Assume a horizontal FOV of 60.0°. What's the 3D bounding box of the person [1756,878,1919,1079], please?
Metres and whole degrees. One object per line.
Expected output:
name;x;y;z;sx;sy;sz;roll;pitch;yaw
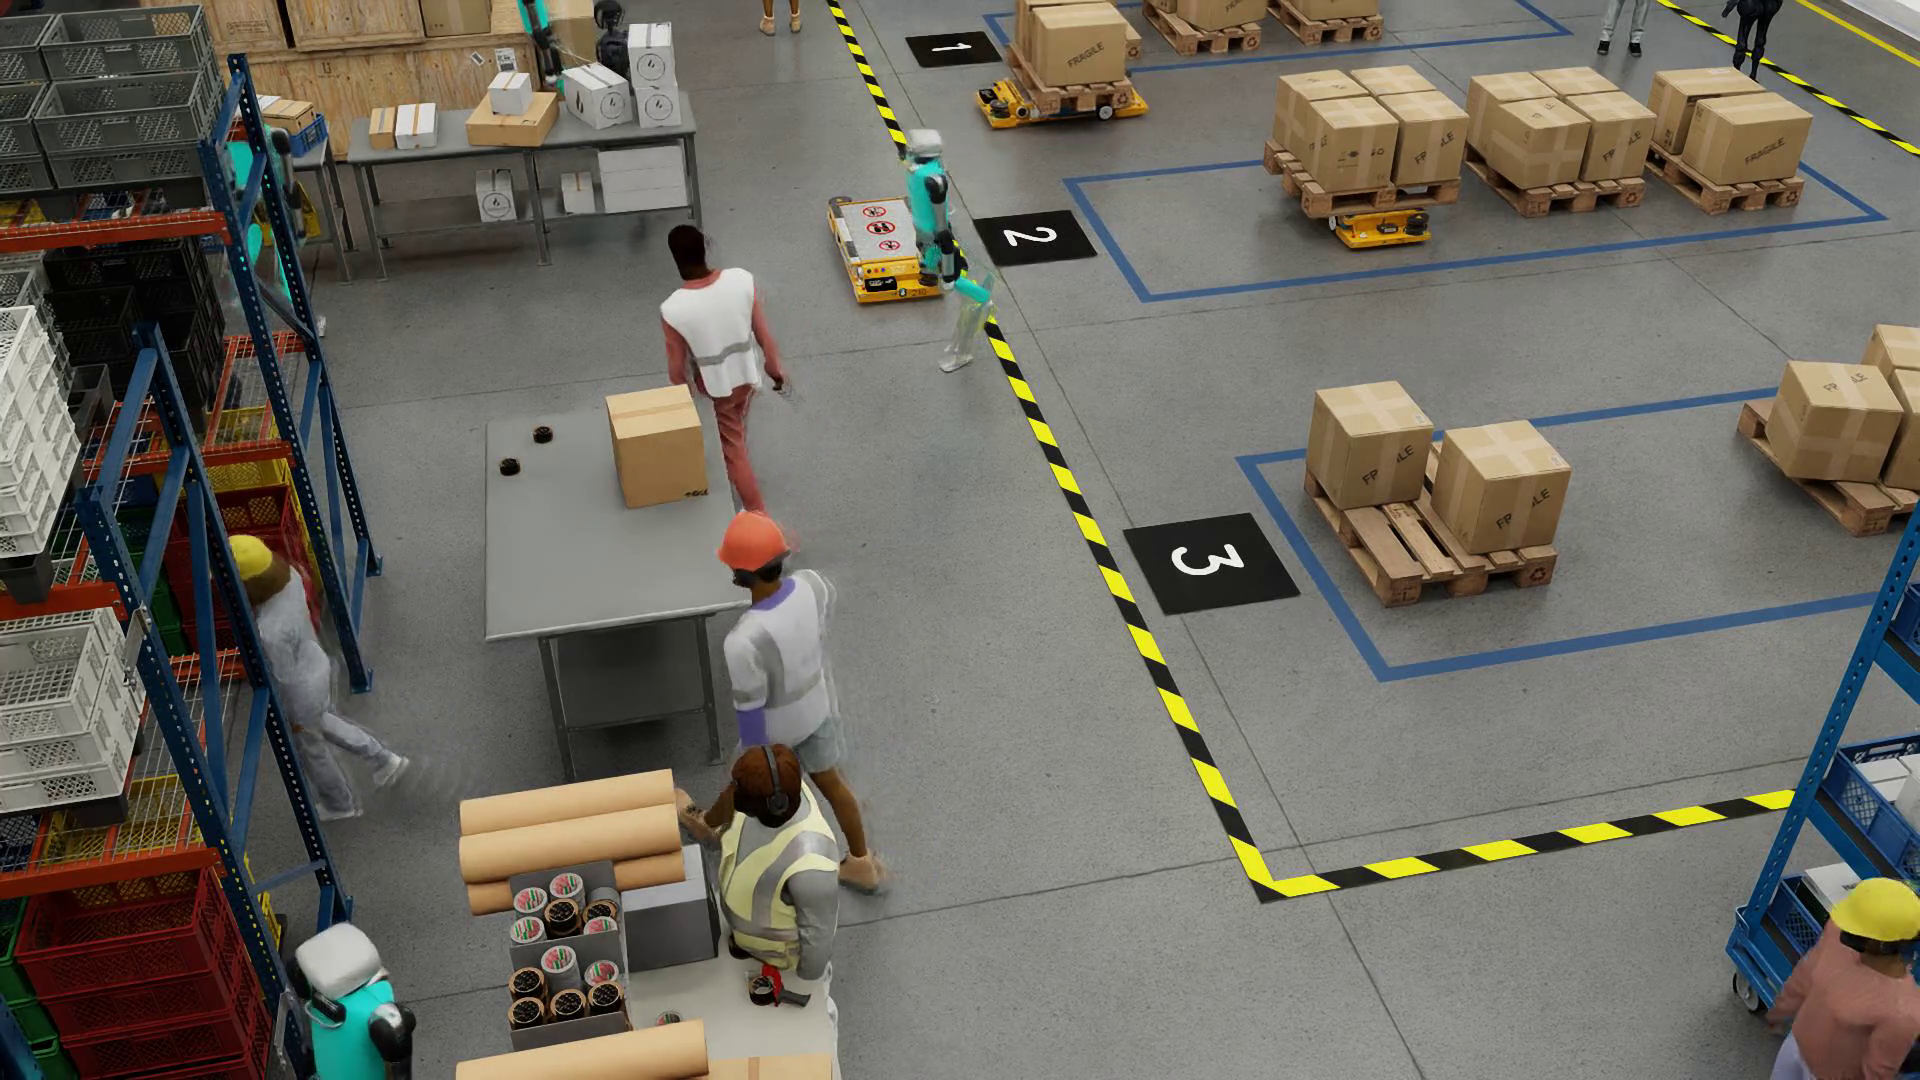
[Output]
person;3.003;1.830;5.841;0.364;1.752;0.553;-1;37;-1

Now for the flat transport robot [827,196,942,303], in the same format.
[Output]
flat transport robot;-0.570;-2.220;12.538;0.659;0.231;1.431;-8;37;-10

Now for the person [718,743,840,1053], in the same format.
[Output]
person;-0.671;1.468;6.263;0.429;1.844;0.621;-16;40;-20

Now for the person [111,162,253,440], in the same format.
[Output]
person;-4.808;-1.455;10.196;0.503;1.837;0.339;4;37;5

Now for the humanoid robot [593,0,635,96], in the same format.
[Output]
humanoid robot;-2.609;-3.356;12.886;0.364;1.649;0.588;-8;37;-10

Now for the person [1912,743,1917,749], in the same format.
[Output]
person;4.520;0.798;7.188;0.736;1.819;0.352;-10;38;-13

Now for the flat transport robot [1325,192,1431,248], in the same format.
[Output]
flat transport robot;3.134;-2.740;13.213;0.652;0.197;1.431;-8;37;-10

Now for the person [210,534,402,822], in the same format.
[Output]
person;-2.942;0.642;7.466;0.448;1.718;0.507;-3;37;-5

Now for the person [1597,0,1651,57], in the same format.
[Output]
person;6.408;-5.455;15.584;0.587;1.821;0.404;8;37;10

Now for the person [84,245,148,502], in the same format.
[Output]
person;-4.791;-0.842;9.304;0.617;1.915;0.555;1;37;1

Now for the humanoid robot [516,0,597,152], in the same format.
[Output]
humanoid robot;-3.256;-3.955;13.628;0.976;1.739;0.550;-10;38;-13

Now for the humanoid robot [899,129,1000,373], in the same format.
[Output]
humanoid robot;-0.003;-1.857;10.847;0.779;1.789;0.575;-15;39;-19

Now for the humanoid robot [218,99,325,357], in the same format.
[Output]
humanoid robot;-4.628;-1.996;10.945;0.537;1.720;0.722;1;37;1

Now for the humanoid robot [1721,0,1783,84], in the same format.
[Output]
humanoid robot;7.176;-4.891;14.938;0.599;1.653;0.315;-14;39;-19

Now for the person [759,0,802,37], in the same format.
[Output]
person;-1.797;-5.894;15.991;0.614;2.040;0.379;-10;38;-14

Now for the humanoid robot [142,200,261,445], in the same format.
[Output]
humanoid robot;-4.686;-1.319;10.144;0.354;1.652;0.611;-30;46;-34

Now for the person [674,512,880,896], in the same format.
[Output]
person;-0.840;0.696;7.191;1.080;1.972;0.627;23;42;28

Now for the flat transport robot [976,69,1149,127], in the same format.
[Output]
flat transport robot;0.909;-3.958;14.850;1.431;0.197;0.652;-8;37;-10

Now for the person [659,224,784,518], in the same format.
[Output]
person;-1.412;-0.945;9.496;0.667;1.855;0.956;-29;45;-33

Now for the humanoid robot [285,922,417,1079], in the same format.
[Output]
humanoid robot;-2.102;2.129;5.504;0.534;1.806;0.818;23;42;28
